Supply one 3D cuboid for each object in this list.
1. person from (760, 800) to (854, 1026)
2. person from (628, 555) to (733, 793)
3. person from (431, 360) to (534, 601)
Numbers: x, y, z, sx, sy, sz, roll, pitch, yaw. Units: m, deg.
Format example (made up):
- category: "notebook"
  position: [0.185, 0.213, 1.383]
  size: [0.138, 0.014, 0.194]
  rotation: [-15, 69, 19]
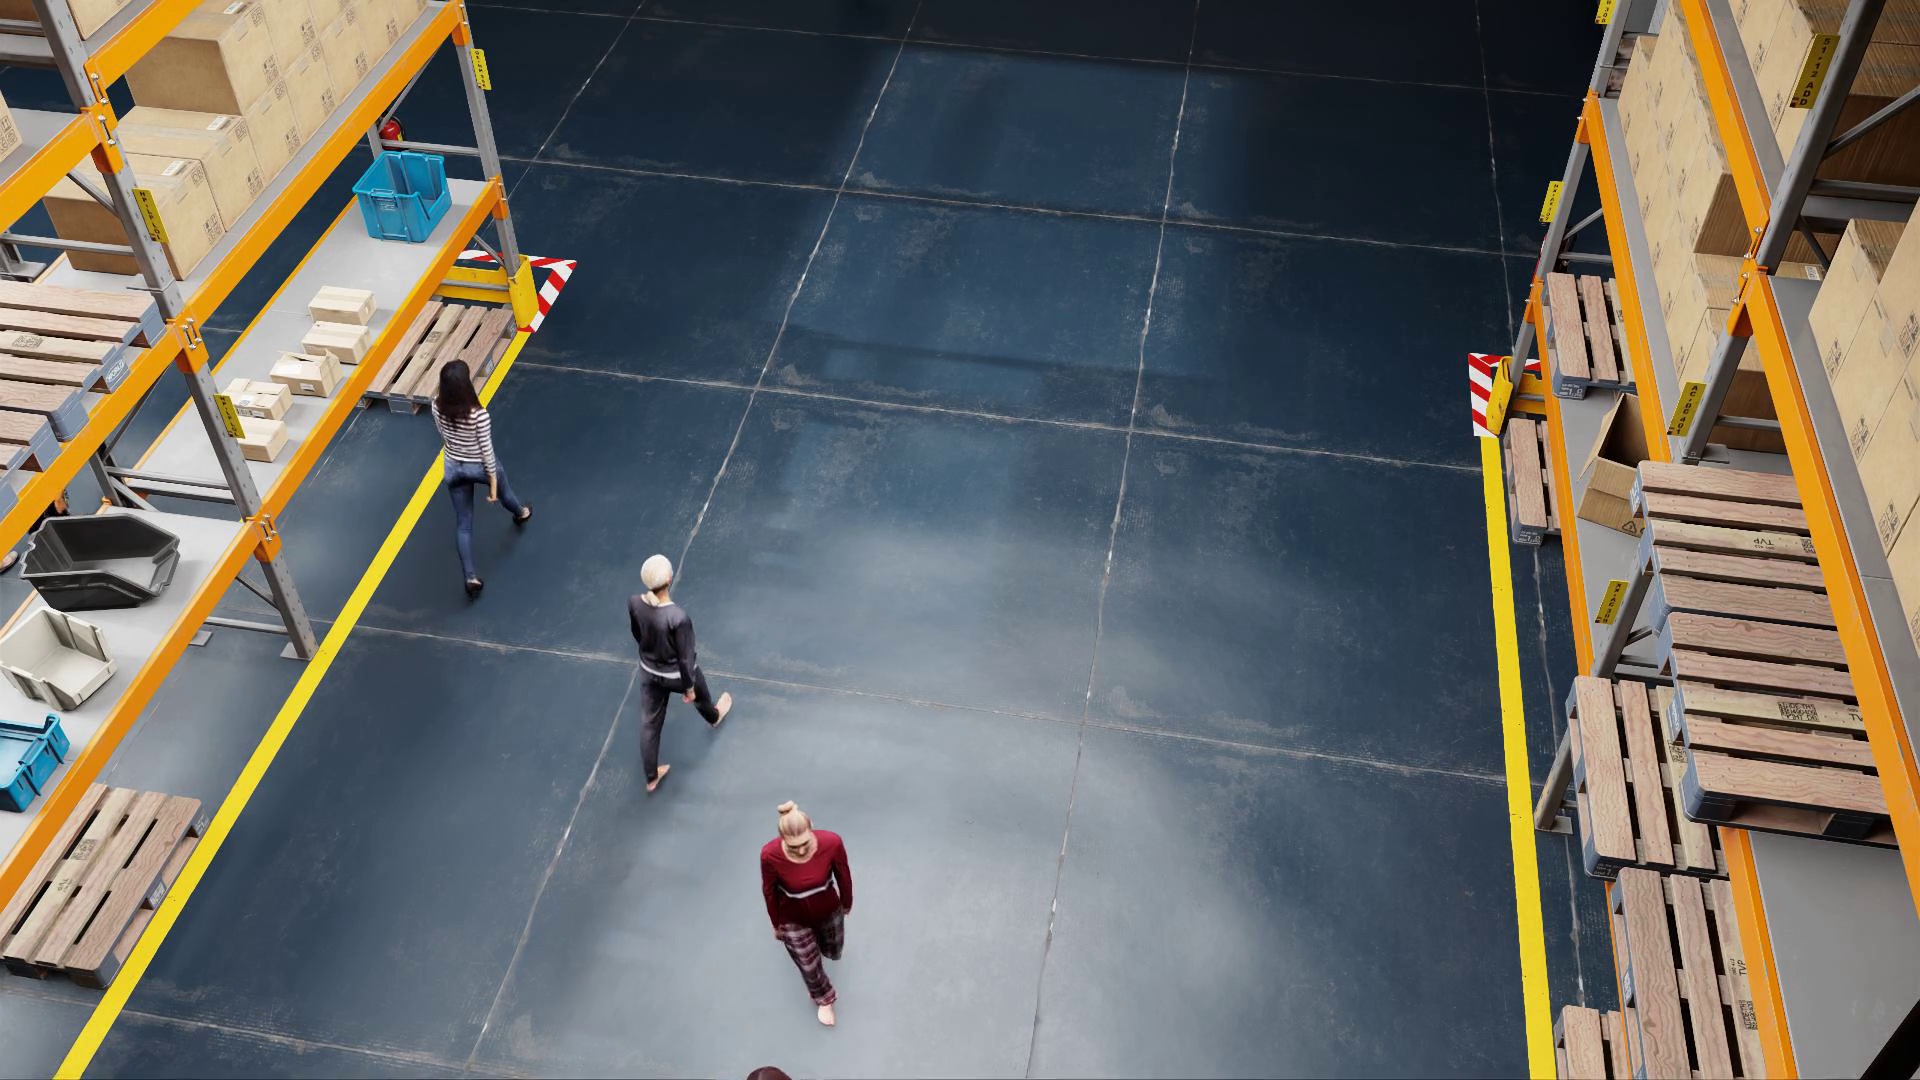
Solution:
- category: "person"
  position: [-0.820, 1.901, 8.813]
  size: [0.832, 1.682, 0.952]
  rotation: [-12, 45, -13]
- category: "person"
  position: [-1.788, 0.826, 9.942]
  size: [0.773, 1.681, 1.139]
  rotation: [15, 46, 15]
- category: "person"
  position: [-3.313, -0.361, 11.152]
  size: [0.589, 1.731, 1.147]
  rotation: [6, 44, 6]
